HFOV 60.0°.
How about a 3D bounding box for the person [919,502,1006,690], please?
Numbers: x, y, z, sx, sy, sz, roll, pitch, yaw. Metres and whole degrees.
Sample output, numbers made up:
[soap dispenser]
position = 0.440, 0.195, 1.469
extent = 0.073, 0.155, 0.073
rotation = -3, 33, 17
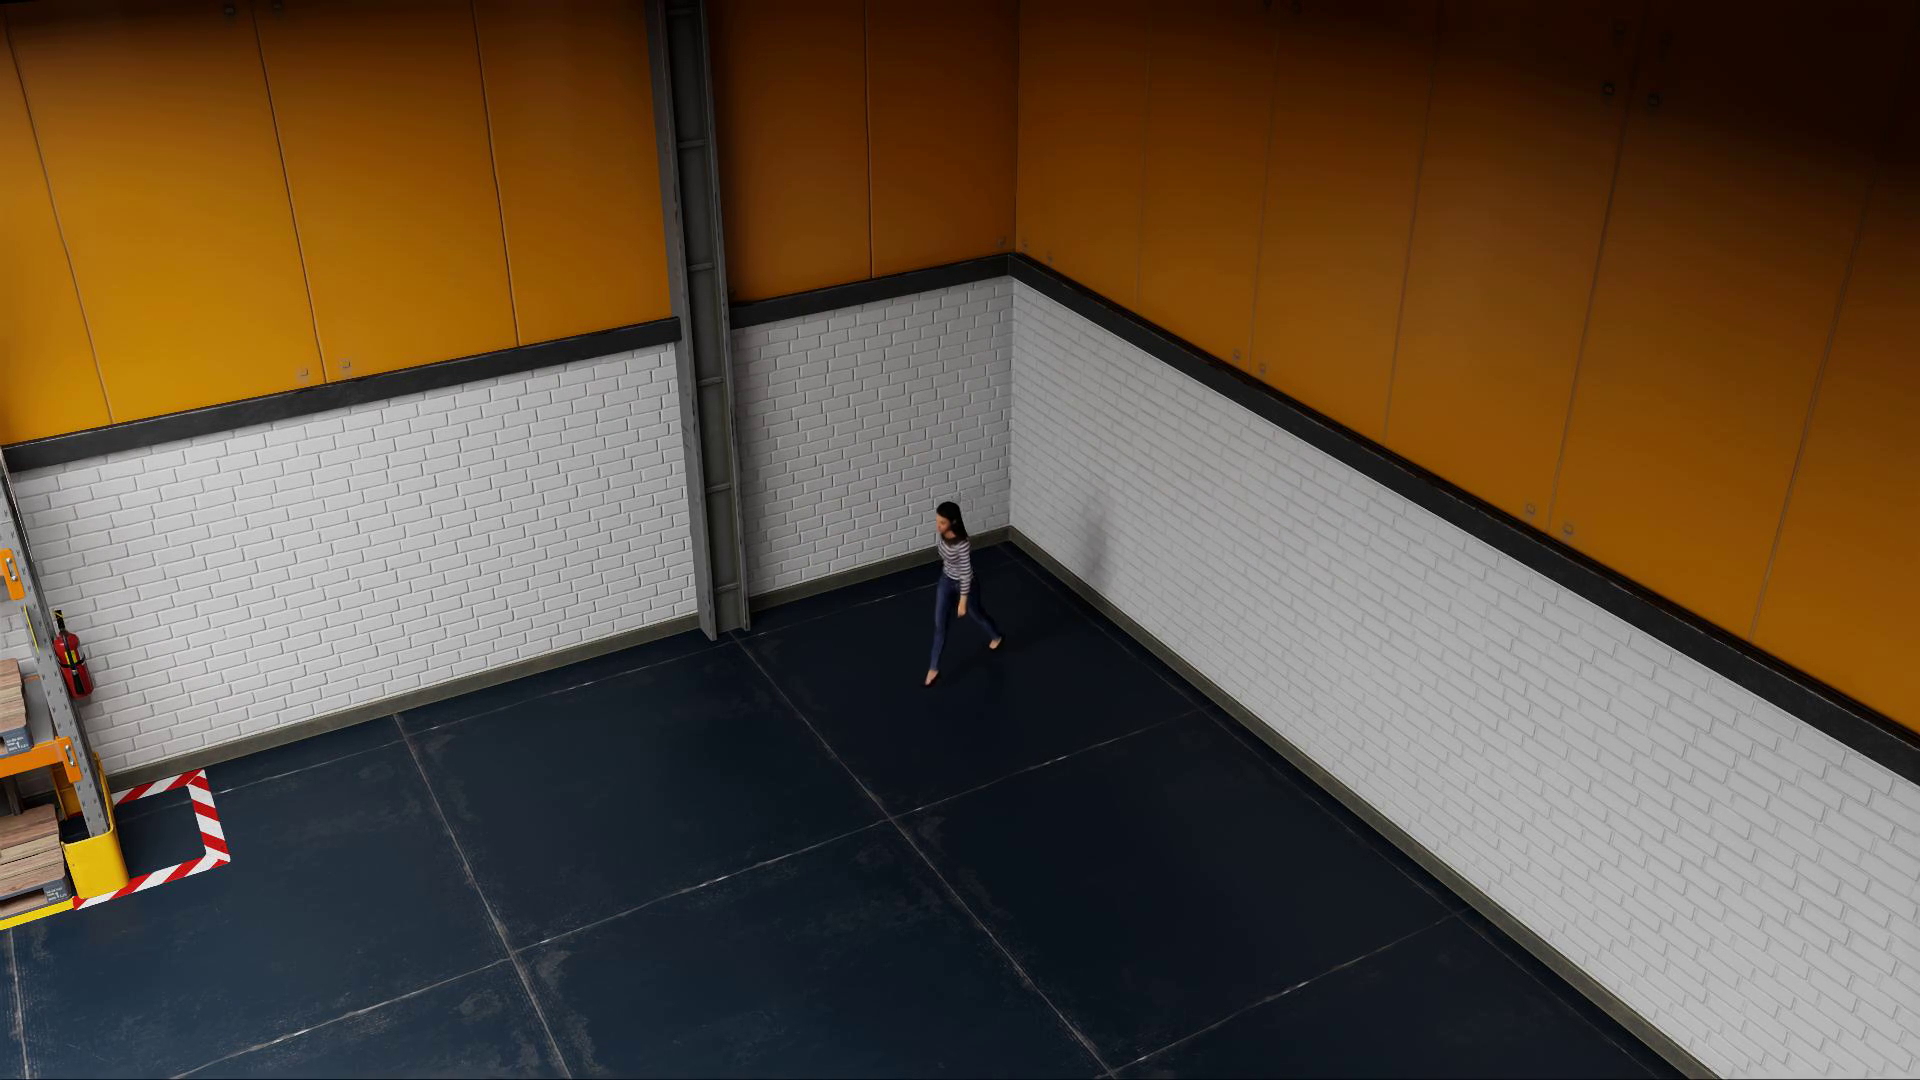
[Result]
[person]
position = 0.065, 0.425, 14.307
extent = 1.258, 1.711, 0.734
rotation = -19, 34, -31
